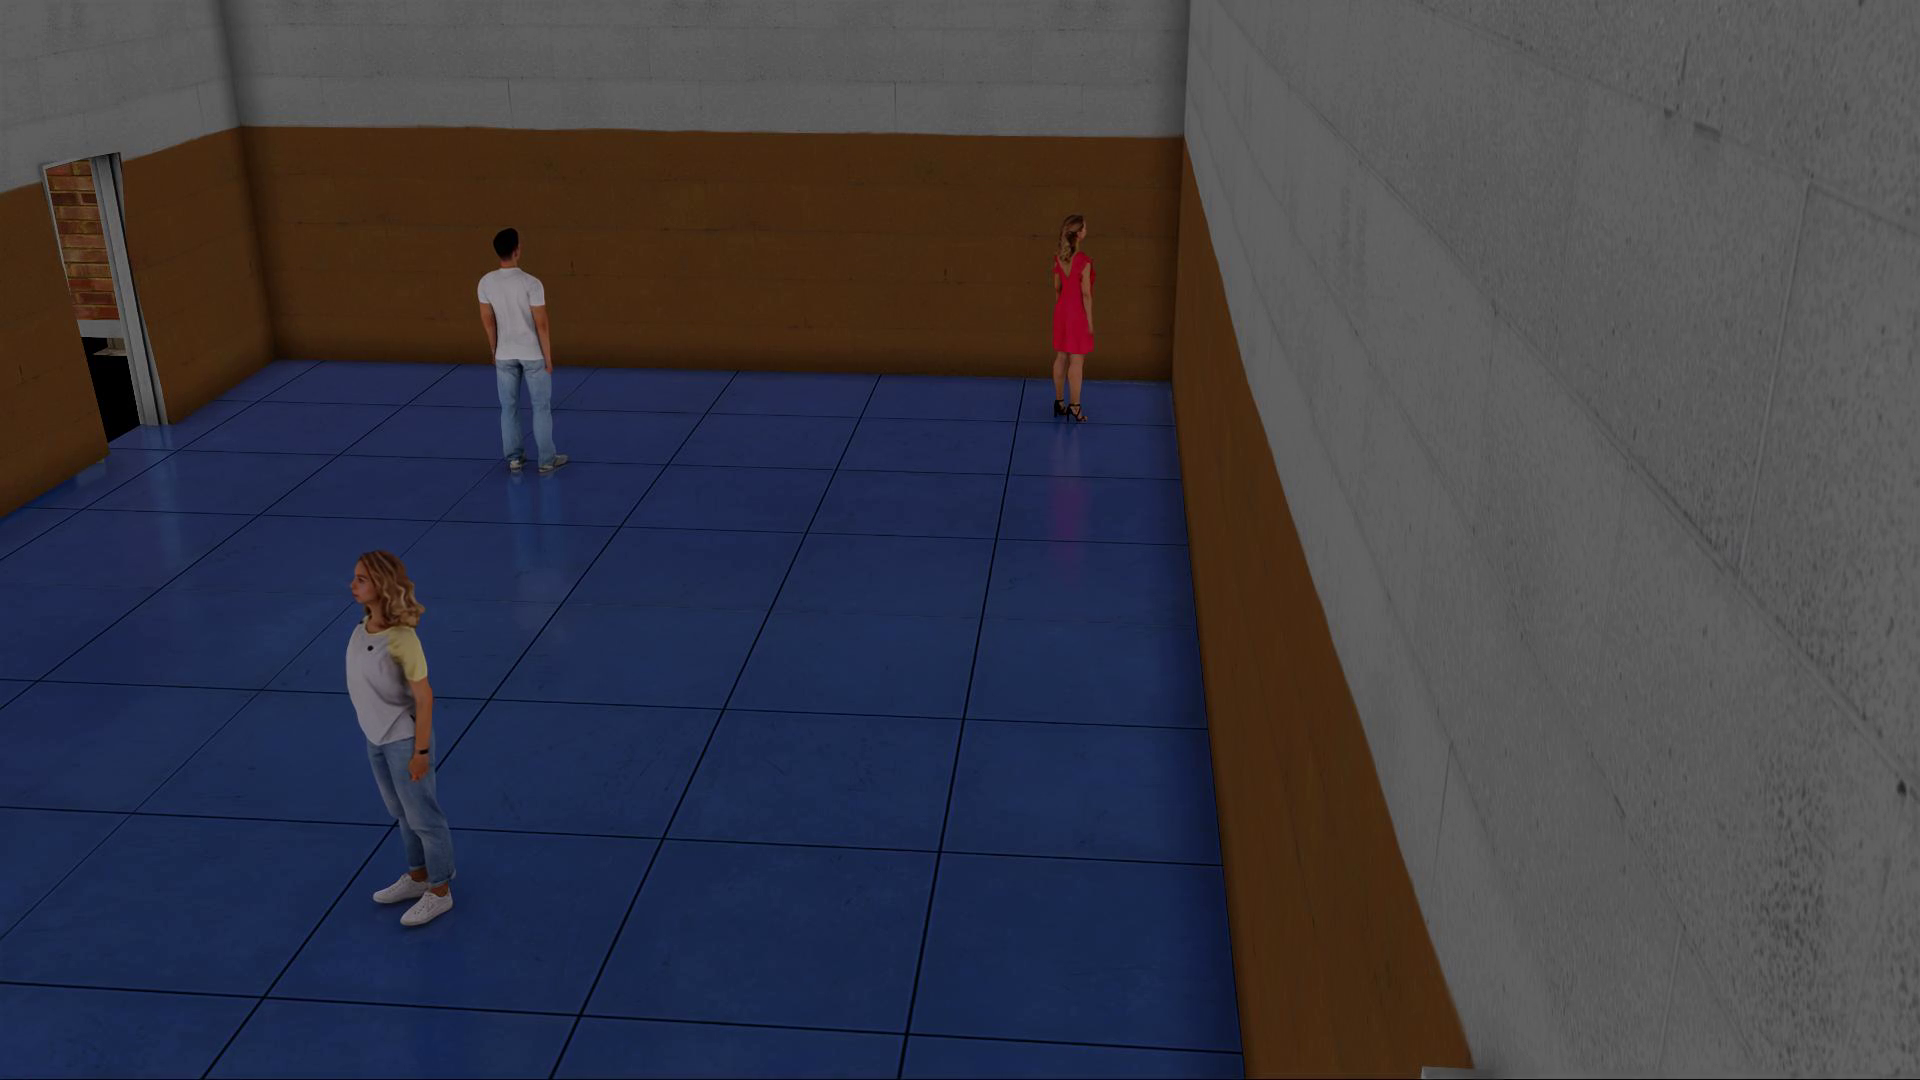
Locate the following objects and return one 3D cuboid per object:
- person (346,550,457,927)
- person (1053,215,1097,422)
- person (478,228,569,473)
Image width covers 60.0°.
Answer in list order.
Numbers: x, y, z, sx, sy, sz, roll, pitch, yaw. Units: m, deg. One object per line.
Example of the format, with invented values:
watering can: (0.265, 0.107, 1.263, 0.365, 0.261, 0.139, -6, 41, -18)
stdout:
person: (-2.388, 0.839, 7.121, 0.767, 1.723, 0.694, -19, 29, -39)
person: (0.927, -1.849, 13.825, 0.714, 1.728, 0.663, -15, 27, -33)
person: (-3.326, -1.425, 12.583, 0.514, 1.866, 0.741, 3, 22, 8)
